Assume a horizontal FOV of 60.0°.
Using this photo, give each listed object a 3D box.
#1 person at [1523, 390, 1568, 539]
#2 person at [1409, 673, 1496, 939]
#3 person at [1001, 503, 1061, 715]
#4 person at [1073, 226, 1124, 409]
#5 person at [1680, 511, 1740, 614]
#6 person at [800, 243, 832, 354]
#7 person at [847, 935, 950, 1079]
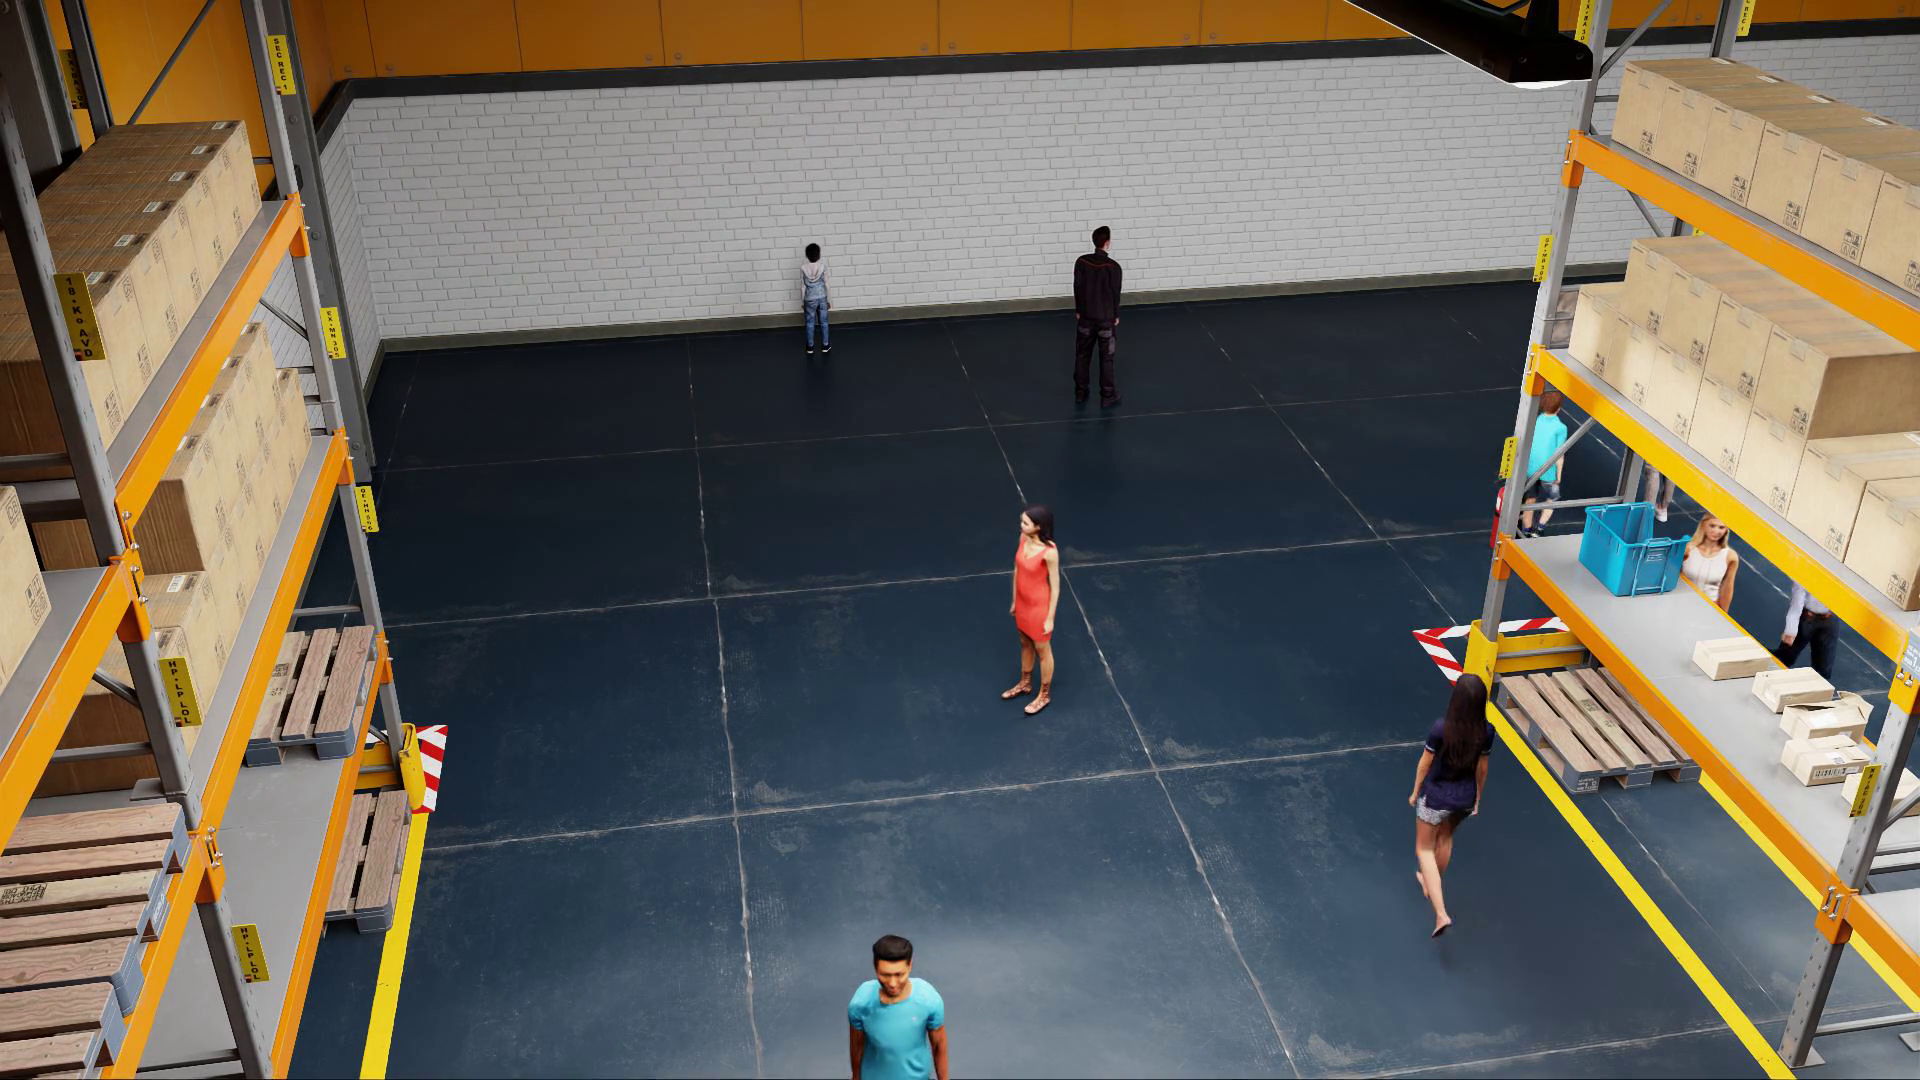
[{"bbox_3d":[5.074,-0.615,14.596,0.706,1.435,0.634,-25,37,-37],"label":"person"},{"bbox_3d":[2.987,1.635,10.146,0.627,1.747,0.994,-2,29,-3],"label":"person"},{"bbox_3d":[0.561,0.480,12.293,0.726,1.719,0.614,-20,34,-32],"label":"person"},{"bbox_3d":[1.431,-2.318,17.216,0.780,1.914,0.811,14,32,24],"label":"person"},{"bbox_3d":[5.306,0.553,12.073,0.724,1.800,0.749,10,30,18],"label":"person"},{"bbox_3d":[-1.629,-2.715,18.628,0.492,1.260,0.494,-3,29,-5],"label":"person"},{"bbox_3d":[-0.318,2.630,8.342,0.678,1.727,1.139,-3,29,-6],"label":"person"}]
